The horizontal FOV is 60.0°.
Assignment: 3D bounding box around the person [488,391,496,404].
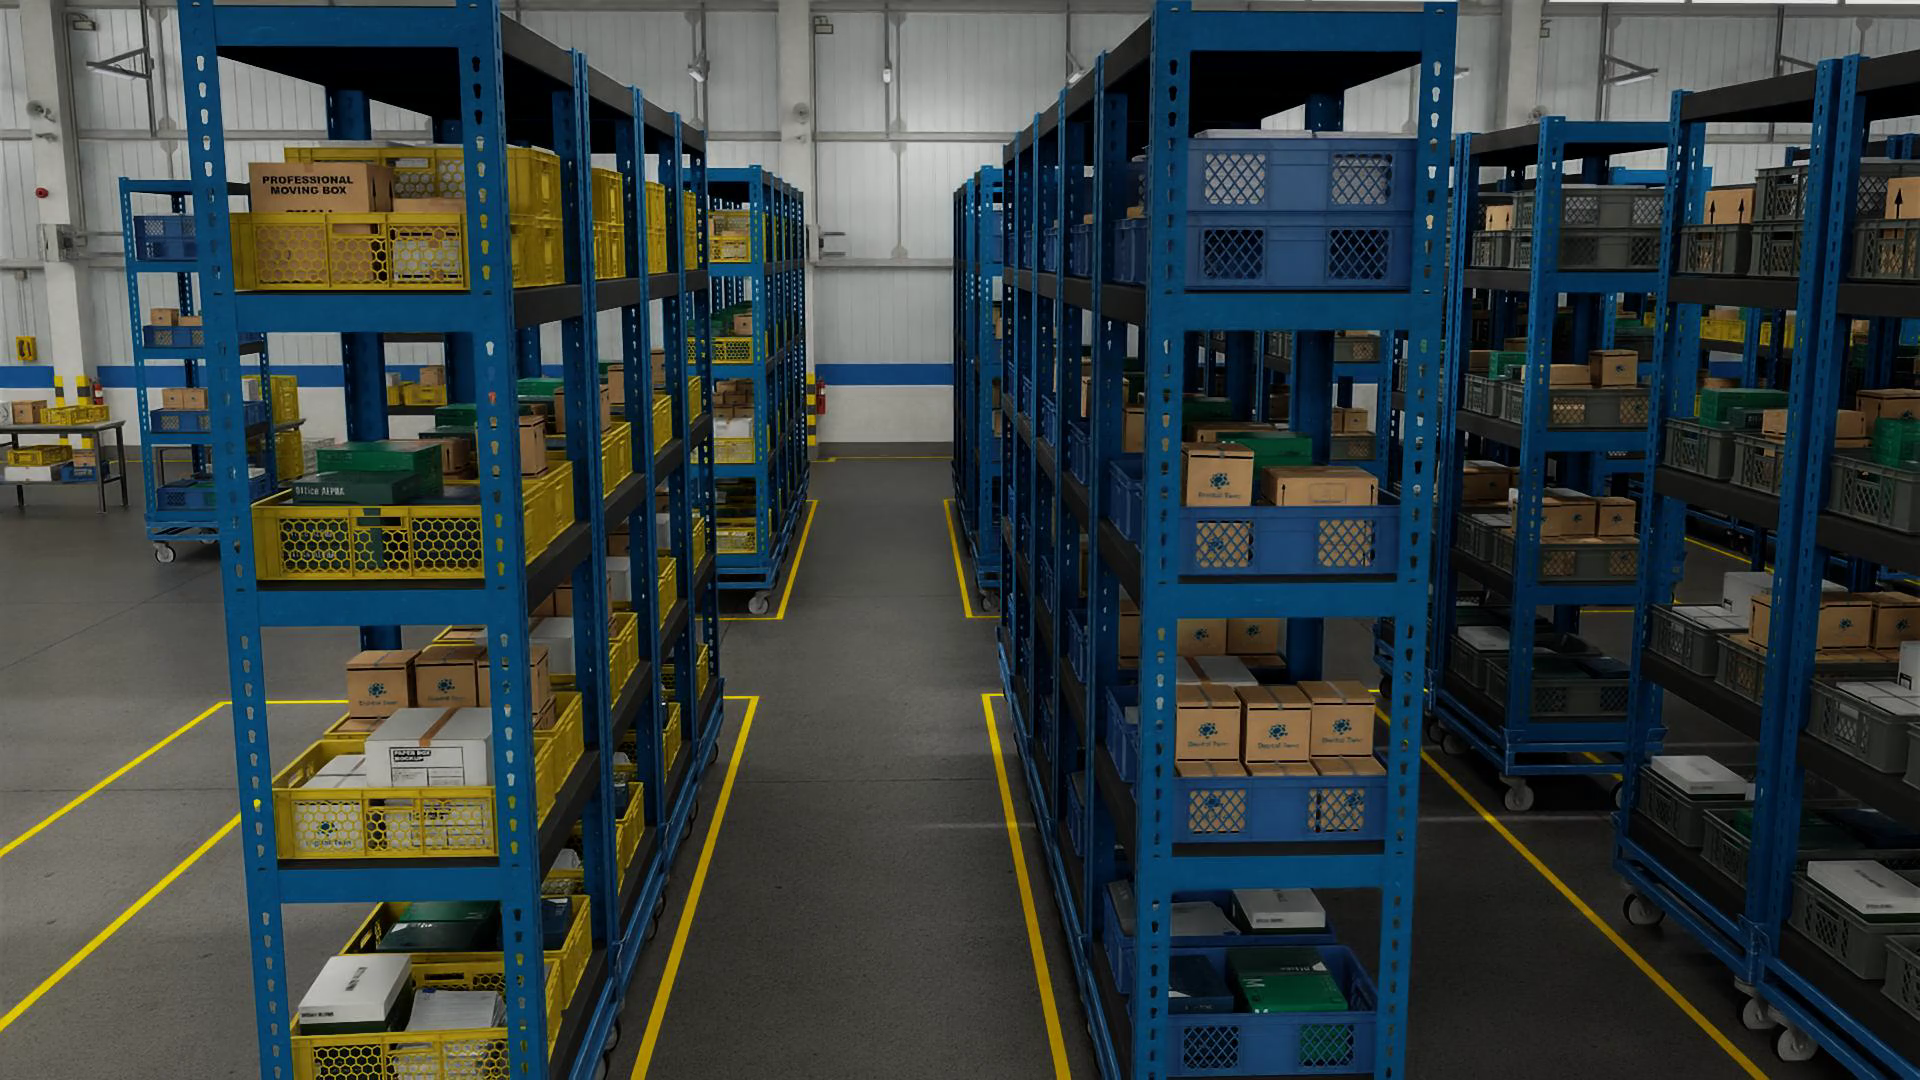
[{"bbox_3d":[-3.352,-0.162,12.302,1.020,1.980,0.618,-3,10,-16],"label":"person"}]
